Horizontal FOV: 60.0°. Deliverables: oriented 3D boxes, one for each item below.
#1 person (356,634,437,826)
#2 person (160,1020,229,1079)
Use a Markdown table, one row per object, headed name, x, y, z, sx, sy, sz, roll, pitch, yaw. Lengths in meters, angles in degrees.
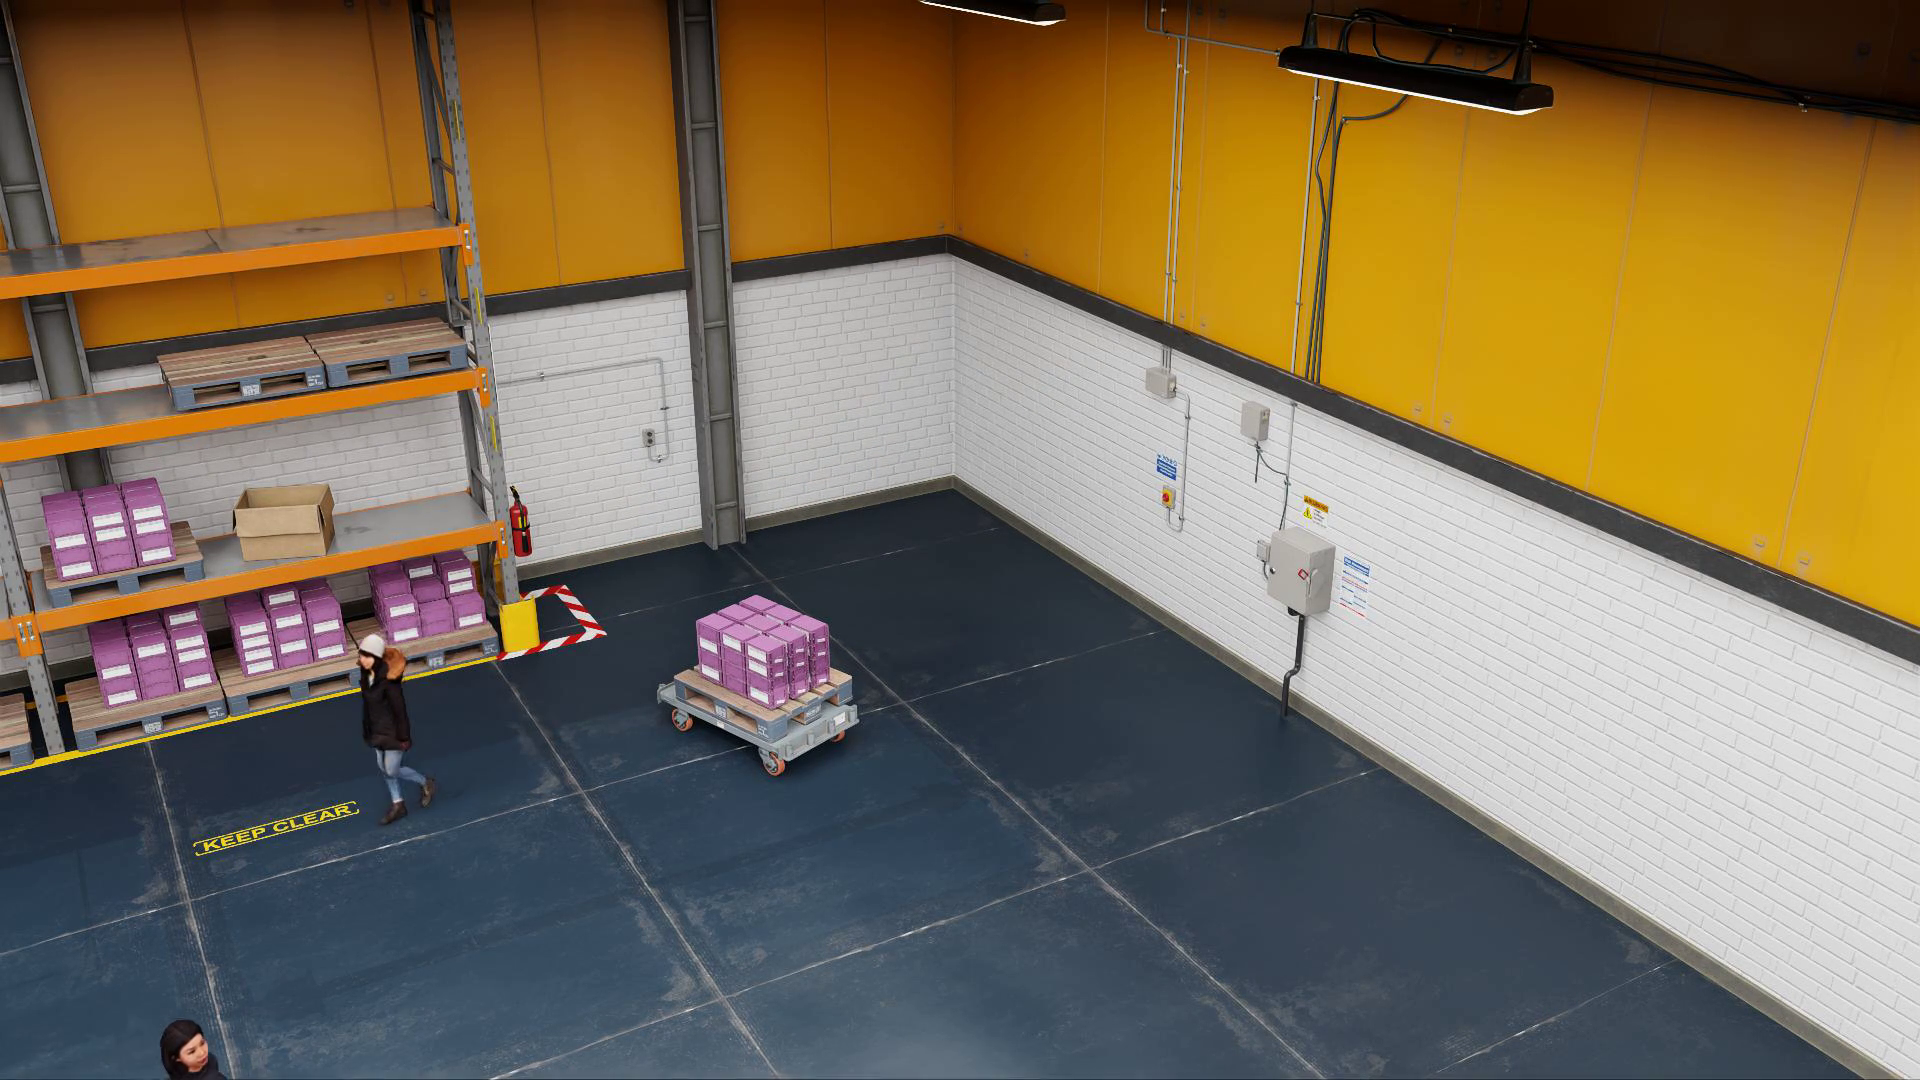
| name | x | y | z | sx | sy | sz | roll | pitch | yaw |
| --- | --- | --- | --- | --- | --- | --- | --- | --- | --- |
| person | -4.427 | 1.452 | 13.039 | 0.768 | 1.626 | 0.850 | 16 | 28 | 32 |
| person | -4.077 | 3.270 | 8.852 | 1.117 | 1.649 | 1.152 | 9 | 25 | 19 |
